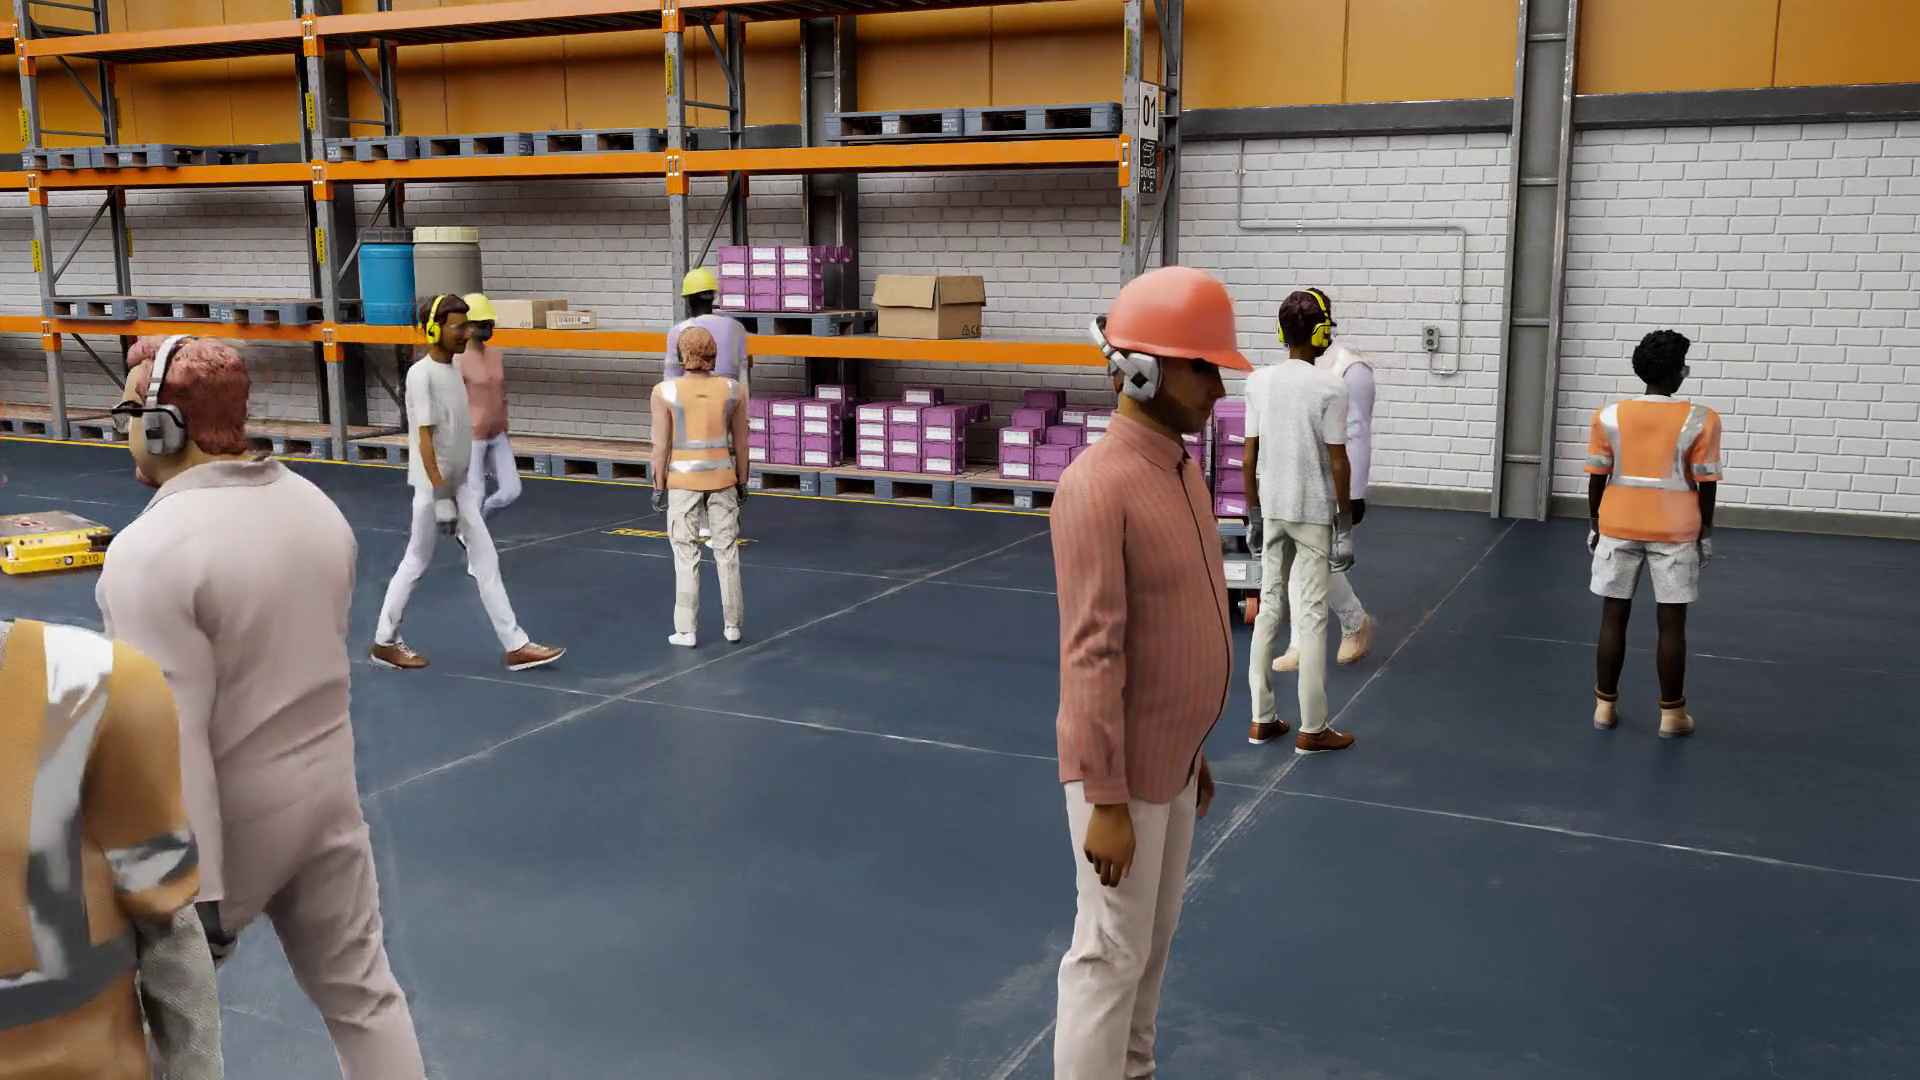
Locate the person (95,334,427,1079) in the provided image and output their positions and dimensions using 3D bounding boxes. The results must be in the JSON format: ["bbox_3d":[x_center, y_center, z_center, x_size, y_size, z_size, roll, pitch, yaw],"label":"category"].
[{"bbox_3d":[-1.497,0.534,3.280,1.000,1.855,0.676,3,10,14],"label":"person"}]

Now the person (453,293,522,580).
[{"bbox_3d":[-2.938,-0.623,10.179,0.404,1.757,0.542,4,11,24],"label":"person"}]

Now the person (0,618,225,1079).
[{"bbox_3d":[-1.194,0.750,1.917,0.577,1.893,0.933,-2,10,-13],"label":"person"}]

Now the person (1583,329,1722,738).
[{"bbox_3d":[2.873,-0.026,6.938,0.537,1.699,0.321,7,12,34],"label":"person"}]

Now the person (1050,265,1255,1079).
[{"bbox_3d":[0.383,0.447,3.395,0.384,1.991,0.609,4,11,23],"label":"person"}]

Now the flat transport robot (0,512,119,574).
[{"bbox_3d":[-6.058,-0.005,10.902,0.652,0.197,1.431,-9,13,-42],"label":"flat transport robot"}]

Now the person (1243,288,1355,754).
[{"bbox_3d":[1.376,-0.073,6.717,0.508,1.872,0.329,10,14,44],"label":"person"}]

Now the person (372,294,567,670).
[{"bbox_3d":[-2.432,-0.252,7.920,0.986,1.812,0.565,2,10,10],"label":"person"}]

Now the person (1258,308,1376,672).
[{"bbox_3d":[1.675,-0.257,7.937,0.450,1.821,0.638,-6,12,-31],"label":"person"}]

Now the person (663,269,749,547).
[{"bbox_3d":[-1.757,-0.898,11.386,0.607,1.892,0.818,-8,13,-38],"label":"person"}]

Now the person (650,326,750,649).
[{"bbox_3d":[-1.318,-0.263,8.466,0.524,1.639,0.308,-5,11,-26],"label":"person"}]
